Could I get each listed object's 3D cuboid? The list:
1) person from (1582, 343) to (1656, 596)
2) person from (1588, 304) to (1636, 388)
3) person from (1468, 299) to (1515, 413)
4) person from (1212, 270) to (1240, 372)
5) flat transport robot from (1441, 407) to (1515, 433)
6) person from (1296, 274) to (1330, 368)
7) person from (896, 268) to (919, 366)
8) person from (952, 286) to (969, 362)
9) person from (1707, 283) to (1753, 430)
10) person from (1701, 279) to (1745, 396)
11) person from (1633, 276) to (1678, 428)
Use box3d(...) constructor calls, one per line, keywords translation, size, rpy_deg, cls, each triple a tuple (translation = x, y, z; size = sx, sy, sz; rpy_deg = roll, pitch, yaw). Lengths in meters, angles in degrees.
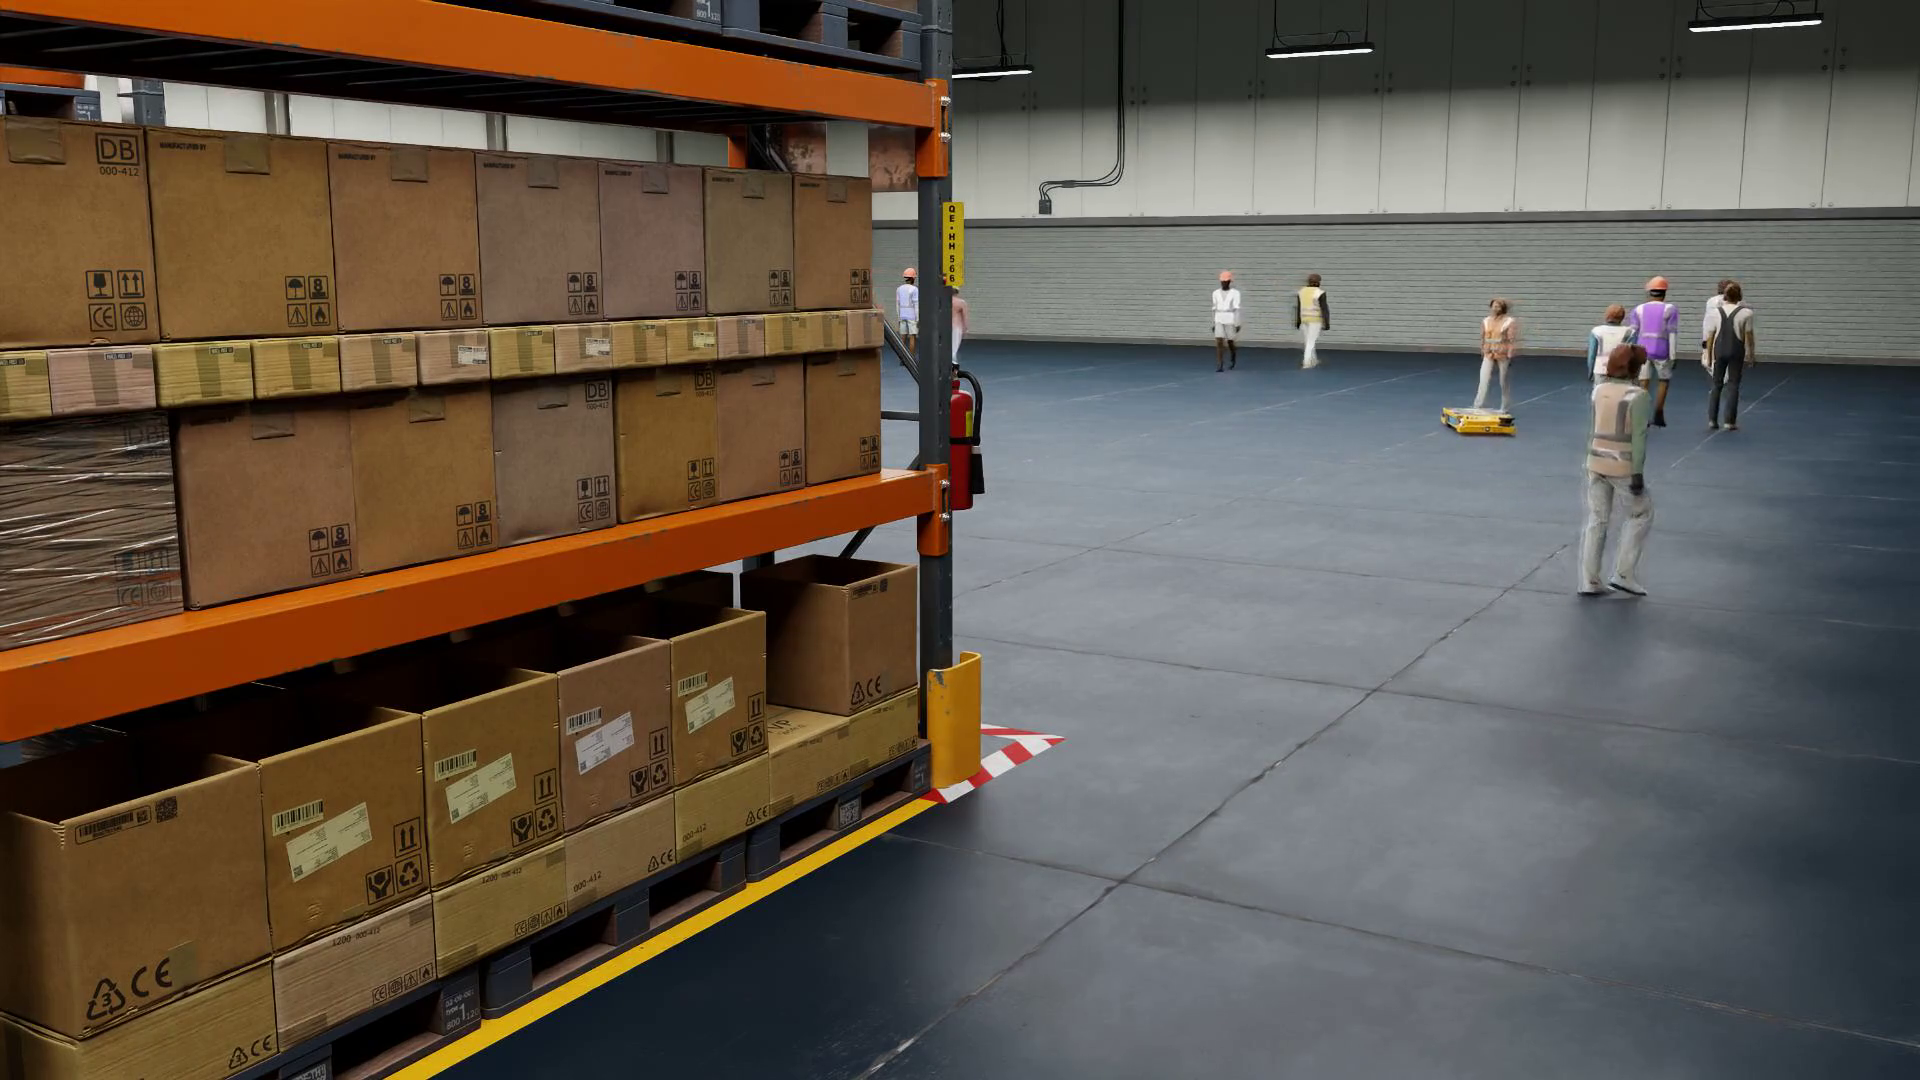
box3d(translation=(4.223, -0.439, 10.614), size=(0.499, 1.620, 0.538), rpy_deg=(-3, 10, -19), cls="person")
box3d(translation=(7.560, -1.924, 19.330), size=(0.517, 1.624, 0.440), rpy_deg=(4, 11, 23), cls="person")
box3d(translation=(7.274, -2.478, 22.621), size=(0.871, 1.589, 0.540), rpy_deg=(-10, 14, -44), cls="person")
box3d(translation=(5.042, -4.139, 31.453), size=(0.548, 1.916, 0.745), rpy_deg=(5, 11, 25), cls="person")
box3d(translation=(6.486, -1.511, 20.863), size=(0.652, 0.197, 1.431), rpy_deg=(1, 10, 7), cls="flat transport robot")
box3d(translation=(6.953, -4.253, 32.396), size=(0.862, 1.807, 0.662), rpy_deg=(-8, 13, -39), cls="person")
box3d(translation=(-0.997, -4.410, 32.961), size=(0.551, 1.936, 0.357), rpy_deg=(8, 12, 38), cls="person")
box3d(translation=(-0.133, -3.843, 30.276), size=(0.528, 1.738, 0.891), rpy_deg=(4, 10, 21), cls="person")
box3d(translation=(9.637, -2.291, 20.831), size=(0.516, 1.845, 0.363), rpy_deg=(8, 13, 40), cls="person")
box3d(translation=(11.814, -3.132, 25.797), size=(0.649, 1.826, 0.458), rpy_deg=(-1, 10, -8), cls="person")
box3d(translation=(8.824, -2.370, 21.080), size=(0.591, 1.912, 0.678), rpy_deg=(8, 12, 39), cls="person")
